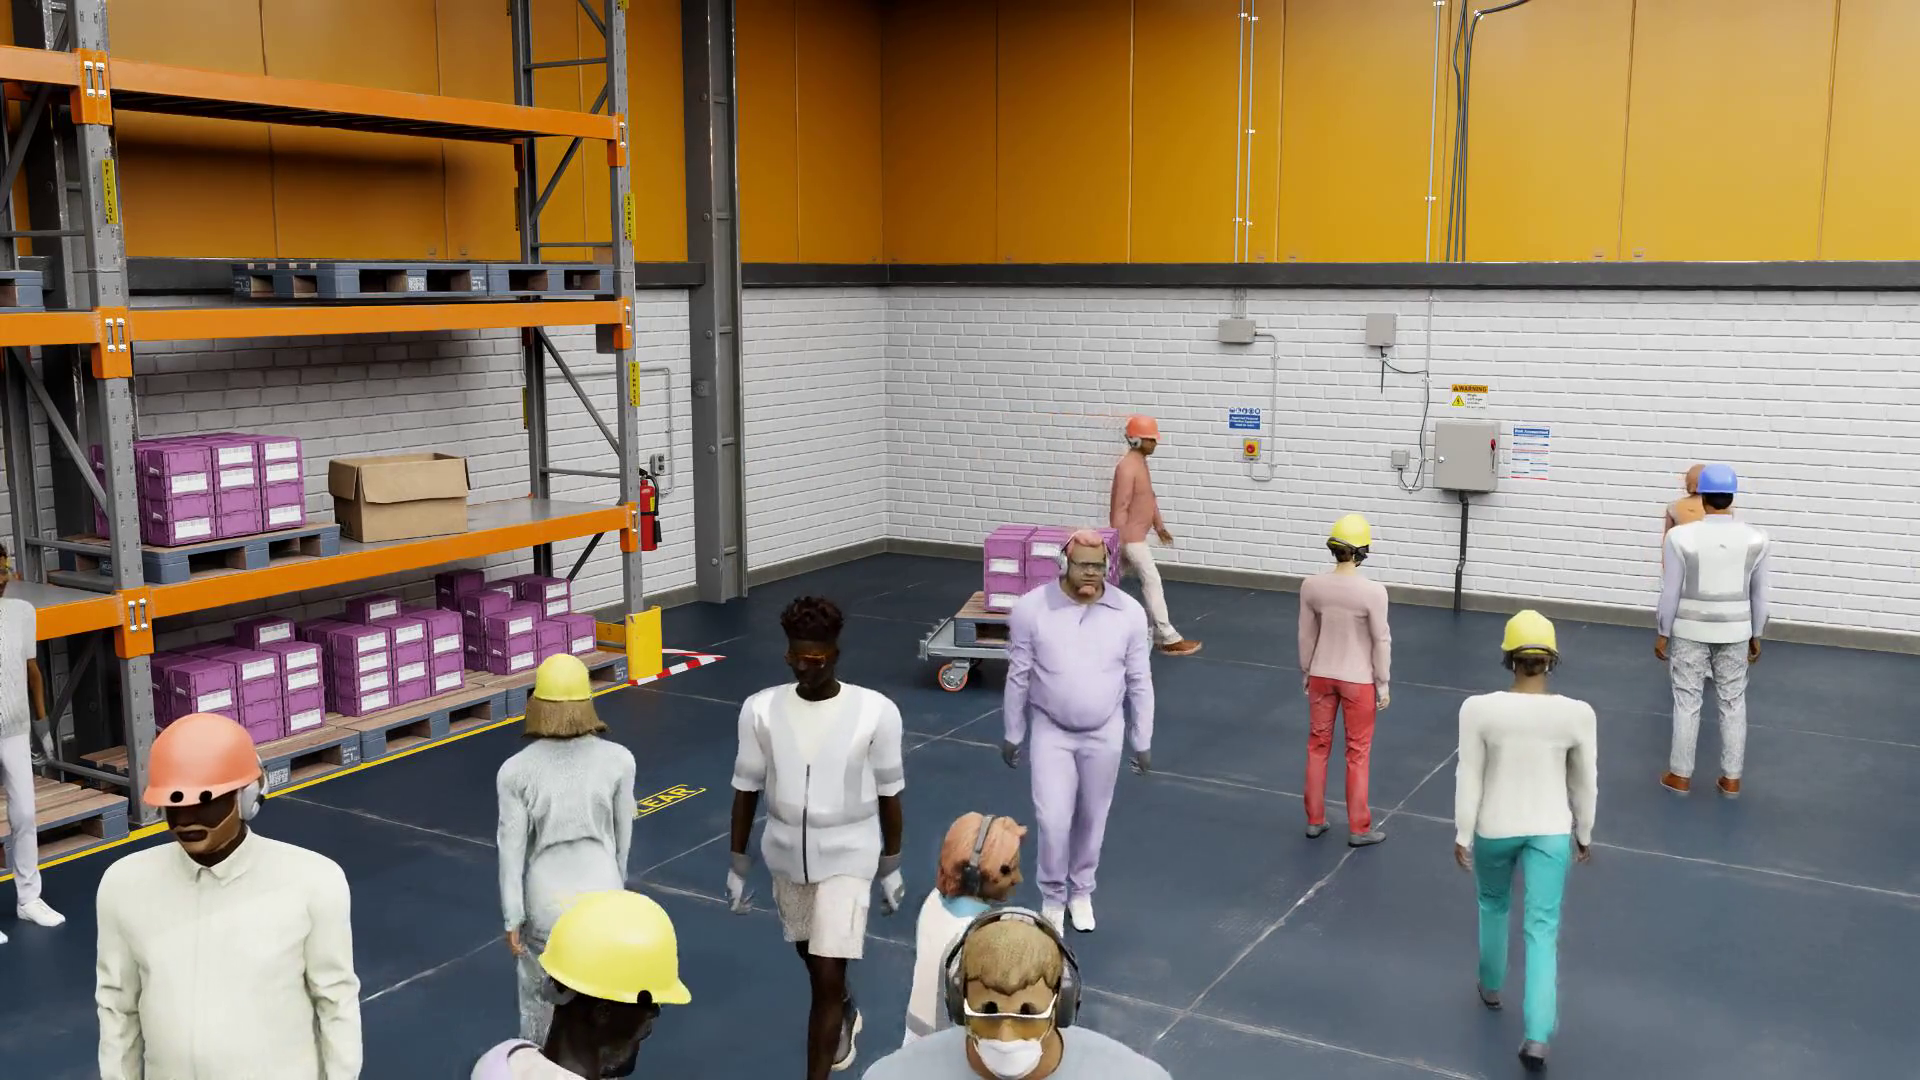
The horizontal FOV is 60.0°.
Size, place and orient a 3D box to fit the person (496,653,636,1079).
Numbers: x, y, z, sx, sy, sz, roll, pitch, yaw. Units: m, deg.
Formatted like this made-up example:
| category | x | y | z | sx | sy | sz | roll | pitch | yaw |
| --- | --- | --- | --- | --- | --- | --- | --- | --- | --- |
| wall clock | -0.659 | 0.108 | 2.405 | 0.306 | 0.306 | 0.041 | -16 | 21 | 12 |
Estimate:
| category | x | y | z | sx | sy | sz | roll | pitch | yaw |
| --- | --- | --- | --- | --- | --- | --- | --- | --- | --- |
| person | -1.384 | 1.242 | 5.867 | 0.481 | 1.715 | 0.716 | -3 | 10 | -19 |

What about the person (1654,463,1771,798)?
| category | x | y | z | sx | sy | sz | roll | pitch | yaw |
| --- | --- | --- | --- | --- | --- | --- | --- | --- | --- |
| person | 4.341 | 0.527 | 9.629 | 0.615 | 1.943 | 0.409 | 1 | 9 | 7 |

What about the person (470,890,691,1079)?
| category | x | y | z | sx | sy | sz | roll | pitch | yaw |
| --- | --- | --- | --- | --- | --- | --- | --- | --- | --- |
| person | -0.727 | 1.594 | 3.159 | 0.475 | 1.888 | 0.611 | -9 | 13 | -44 |

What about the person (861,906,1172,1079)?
| category | x | y | z | sx | sy | sz | roll | pitch | yaw |
| --- | --- | --- | --- | --- | --- | --- | --- | --- | --- |
| person | 0.115 | 1.602 | 2.993 | 0.628 | 1.918 | 0.712 | -1 | 9 | -4 |

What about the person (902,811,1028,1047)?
| category | x | y | z | sx | sy | sz | roll | pitch | yaw |
| --- | --- | --- | --- | --- | --- | --- | --- | --- | --- |
| person | 0.022 | 1.508 | 4.501 | 0.360 | 1.623 | 0.528 | -3 | 10 | -18 |

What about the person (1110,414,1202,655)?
| category | x | y | z | sx | sy | sz | roll | pitch | yaw |
| --- | --- | --- | --- | --- | --- | --- | --- | --- | --- |
| person | 1.370 | -0.042 | 13.256 | 1.066 | 1.940 | 0.616 | 1 | 9 | 9 |

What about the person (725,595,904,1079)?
| category | x | y | z | sx | sy | sz | roll | pitch | yaw |
| --- | --- | --- | --- | --- | --- | --- | --- | --- | --- |
| person | -0.511 | 1.123 | 6.009 | 0.621 | 1.921 | 1.010 | 2 | 9 | 14 |

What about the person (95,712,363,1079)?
| category | x | y | z | sx | sy | sz | roll | pitch | yaw |
| --- | --- | --- | --- | --- | --- | --- | --- | --- | --- |
| person | -1.788 | 1.389 | 4.089 | 0.613 | 1.995 | 0.391 | -1 | 9 | -5 |

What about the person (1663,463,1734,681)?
| category | x | y | z | sx | sy | sz | roll | pitch | yaw |
| --- | --- | --- | --- | --- | --- | --- | --- | --- | --- |
| person | 5.474 | 0.248 | 12.339 | 0.362 | 1.630 | 0.566 | -8 | 12 | -40 |

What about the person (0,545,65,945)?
| category | x | y | z | sx | sy | sz | roll | pitch | yaw |
| --- | --- | --- | --- | --- | --- | --- | --- | --- | --- |
| person | -4.386 | 0.902 | 7.567 | 0.322 | 1.862 | 0.512 | 5 | 11 | 30 |

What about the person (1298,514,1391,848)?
| category | x | y | z | sx | sy | sz | roll | pitch | yaw |
| --- | --- | --- | --- | --- | --- | --- | --- | --- | --- |
| person | 2.046 | 0.742 | 8.843 | 0.523 | 1.769 | 0.319 | 8 | 12 | 40 |

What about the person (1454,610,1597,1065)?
| category | x | y | z | sx | sy | sz | roll | pitch | yaw |
| --- | --- | --- | --- | --- | --- | --- | --- | --- | --- |
| person | 2.218 | 1.134 | 6.531 | 0.536 | 1.725 | 0.889 | 2 | 9 | 14 |

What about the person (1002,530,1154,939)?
| category | x | y | z | sx | sy | sz | roll | pitch | yaw |
| --- | --- | --- | --- | --- | --- | --- | --- | --- | --- |
| person | 0.549 | 0.891 | 7.527 | 0.686 | 1.883 | 0.619 | -1 | 9 | -5 |
